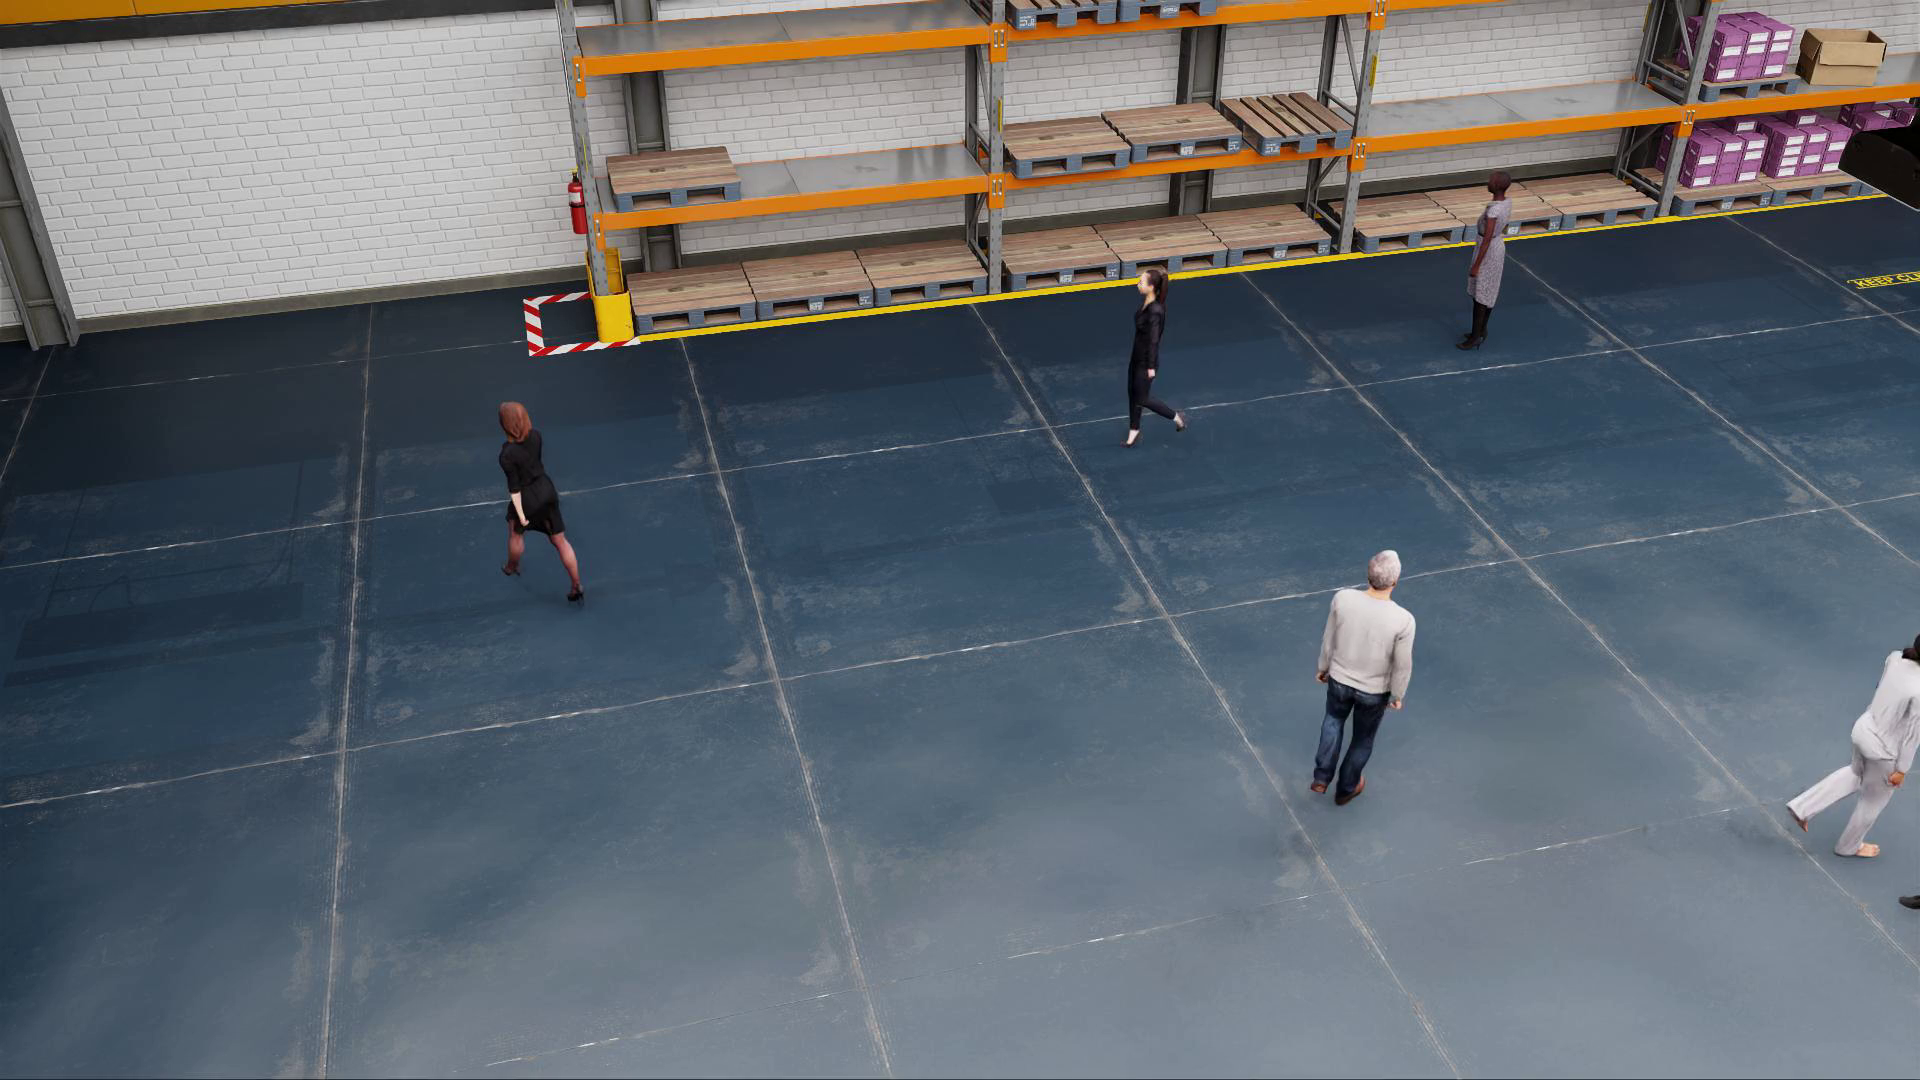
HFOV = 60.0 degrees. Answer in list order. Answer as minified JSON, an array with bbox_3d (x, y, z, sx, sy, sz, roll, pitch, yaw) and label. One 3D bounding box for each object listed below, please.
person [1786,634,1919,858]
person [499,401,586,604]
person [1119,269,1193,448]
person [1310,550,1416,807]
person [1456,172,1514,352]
[{"bbox_3d":[5.530,1.233,10.119,0.917,1.717,0.792,1,34,2],"label":"person"},{"bbox_3d":[-3.106,-0.241,12.398,1.090,1.649,1.077,20,39,28],"label":"person"},{"bbox_3d":[1.661,-1.533,14.298,0.910,1.698,0.715,0,34,0],"label":"person"},{"bbox_3d":[2.469,0.935,10.405,0.926,1.897,0.980,20,39,27],"label":"person"},{"bbox_3d":[5.053,-2.672,15.930,0.744,1.788,0.663,21,39,29],"label":"person"}]
